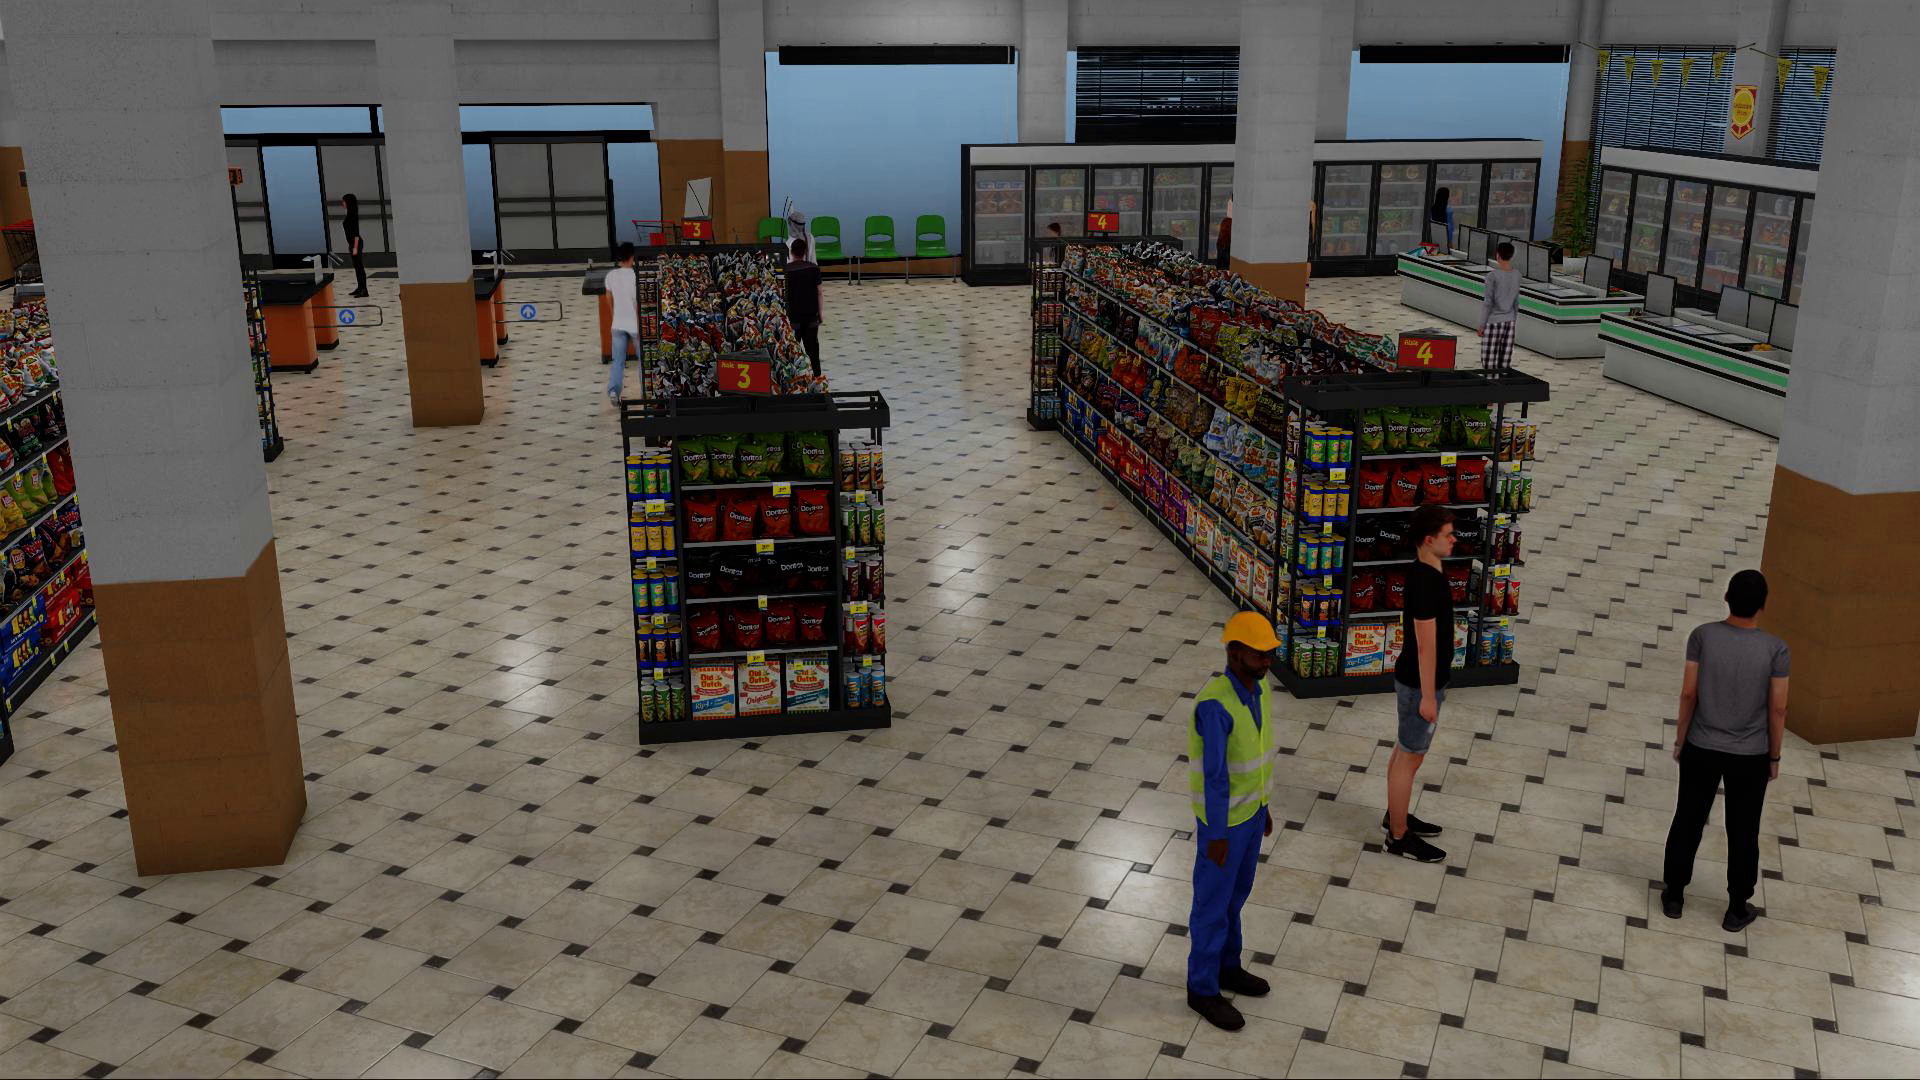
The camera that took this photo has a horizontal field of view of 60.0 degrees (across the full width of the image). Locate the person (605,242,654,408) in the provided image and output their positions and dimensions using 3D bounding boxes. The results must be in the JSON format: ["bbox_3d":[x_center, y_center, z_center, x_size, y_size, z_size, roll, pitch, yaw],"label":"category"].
[{"bbox_3d":[-3.770,-2.385,18.699,0.952,1.833,1.245,3,17,10],"label":"person"}]

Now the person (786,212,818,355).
[{"bbox_3d":[-2.063,-3.247,21.375,0.860,1.927,0.783,9,19,28],"label":"person"}]

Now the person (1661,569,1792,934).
[{"bbox_3d":[3.583,0.972,7.776,0.695,1.755,0.743,10,20,30],"label":"person"}]

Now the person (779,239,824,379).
[{"bbox_3d":[-1.847,-2.567,19.276,0.753,1.846,0.652,-6,18,-20],"label":"person"}]

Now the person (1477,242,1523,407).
[{"bbox_3d":[6.130,-2.455,18.905,0.655,1.847,0.576,-5,18,-17],"label":"person"}]

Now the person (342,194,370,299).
[{"bbox_3d":[-9.758,-4.761,26.854,0.691,1.642,0.555,-10,20,-30],"label":"person"}]

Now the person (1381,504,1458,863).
[{"bbox_3d":[2.342,0.705,8.501,0.800,1.846,0.654,4,17,14],"label":"person"}]

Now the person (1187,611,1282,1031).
[{"bbox_3d":[1.159,1.154,7.084,0.807,1.810,0.748,12,20,34],"label":"person"}]

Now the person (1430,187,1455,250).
[{"bbox_3d":[7.854,-4.908,27.217,0.725,1.712,0.572,-10,19,-29],"label":"person"}]
